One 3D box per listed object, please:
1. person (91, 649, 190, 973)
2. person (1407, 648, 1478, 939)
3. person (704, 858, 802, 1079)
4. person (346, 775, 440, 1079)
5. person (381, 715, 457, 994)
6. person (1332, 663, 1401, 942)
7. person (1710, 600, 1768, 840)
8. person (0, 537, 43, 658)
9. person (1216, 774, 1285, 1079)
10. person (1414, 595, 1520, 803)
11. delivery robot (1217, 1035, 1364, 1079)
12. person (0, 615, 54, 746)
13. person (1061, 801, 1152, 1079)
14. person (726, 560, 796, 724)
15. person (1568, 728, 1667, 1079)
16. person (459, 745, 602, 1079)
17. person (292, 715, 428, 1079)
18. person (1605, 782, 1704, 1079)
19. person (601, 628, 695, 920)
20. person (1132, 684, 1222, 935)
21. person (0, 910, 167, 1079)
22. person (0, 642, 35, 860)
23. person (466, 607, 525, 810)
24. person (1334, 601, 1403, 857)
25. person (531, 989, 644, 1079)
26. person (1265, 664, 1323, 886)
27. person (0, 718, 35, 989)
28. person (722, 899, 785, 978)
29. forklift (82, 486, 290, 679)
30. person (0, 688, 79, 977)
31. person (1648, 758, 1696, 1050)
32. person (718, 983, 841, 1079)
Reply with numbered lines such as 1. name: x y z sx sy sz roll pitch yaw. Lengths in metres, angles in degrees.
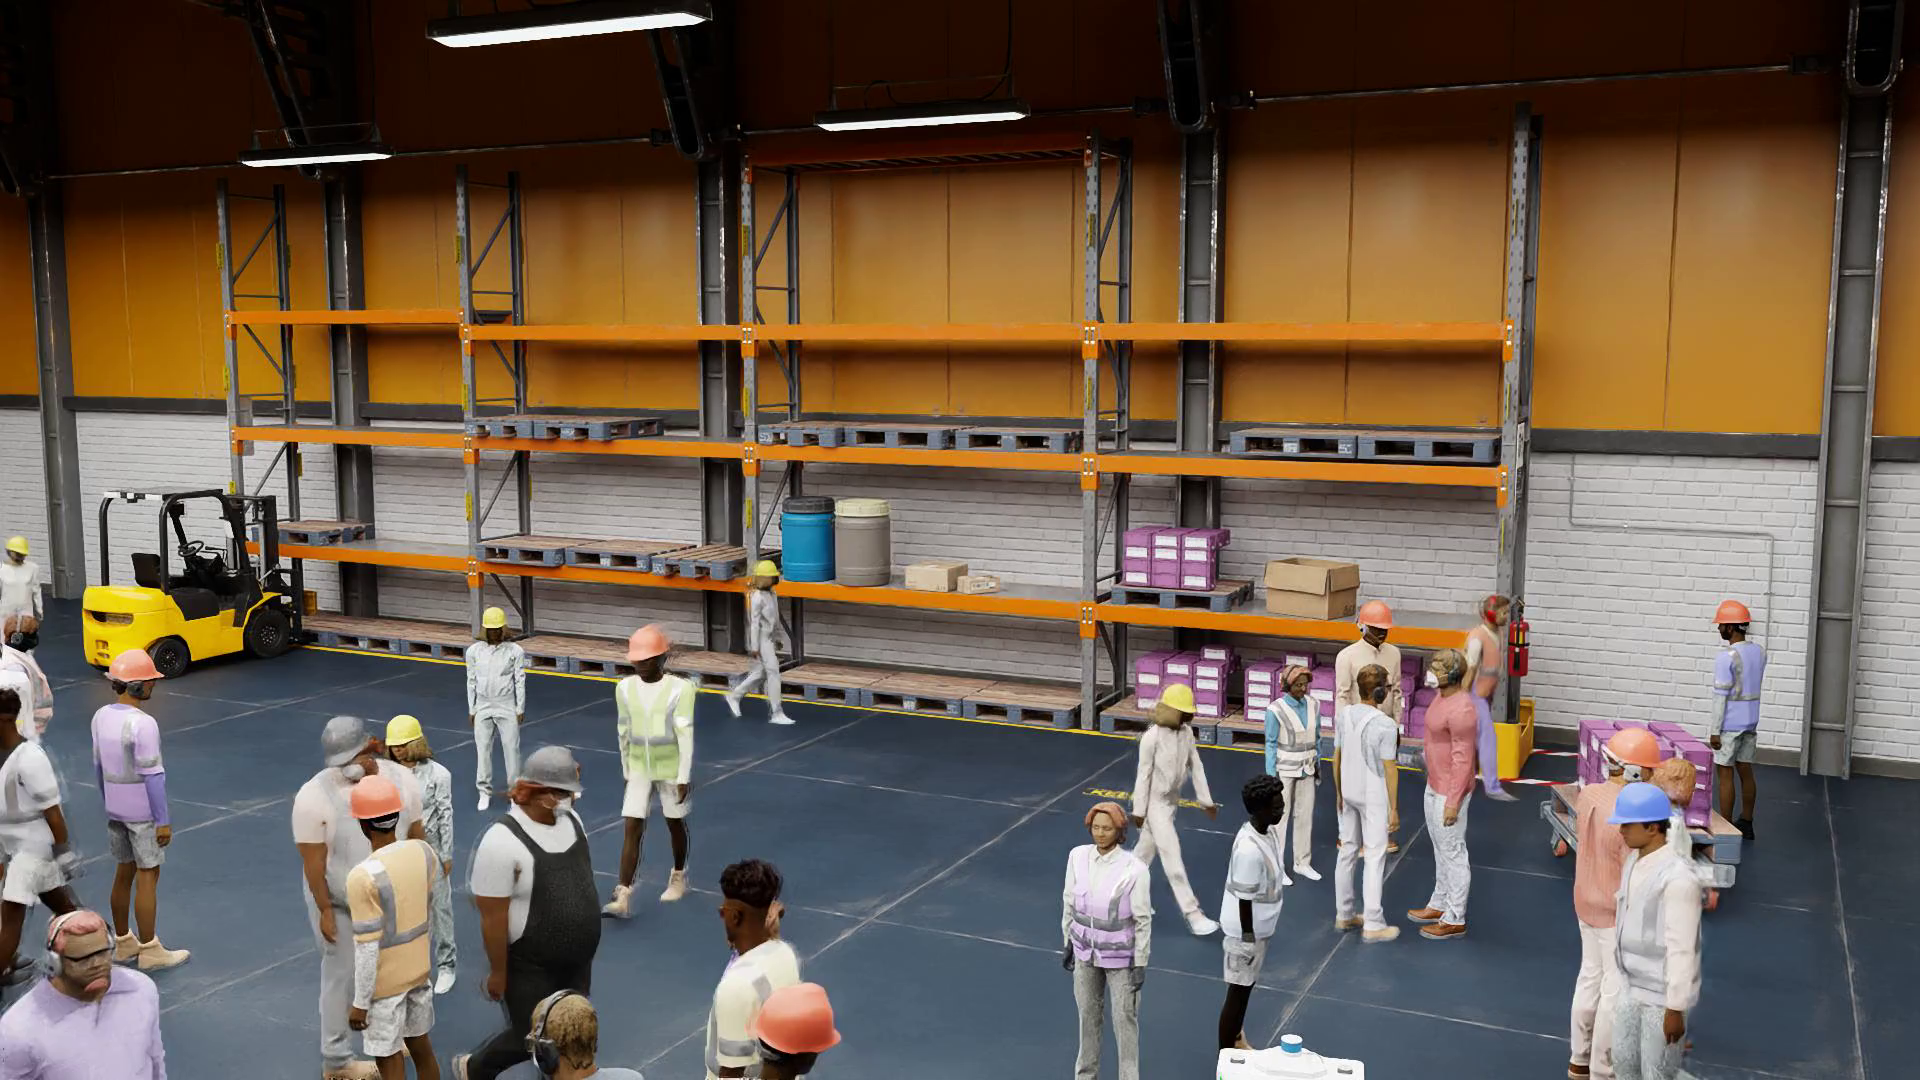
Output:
1. person: -5.185 1.698 10.513 0.614 2.042 0.373 4 8 33
2. person: 3.243 1.679 11.103 0.372 1.940 0.630 0 7 2
3. person: -0.863 2.226 6.553 0.501 1.943 0.645 2 7 16
4. person: -2.714 2.069 7.900 0.375 1.934 0.547 2 7 19
5. person: -3.315 1.904 10.094 0.487 1.736 0.354 0 7 4
6. person: 2.702 1.733 11.047 0.328 1.842 0.516 -5 8 -35
7. person: 6.103 1.436 13.167 0.543 1.929 0.386 -4 8 -30
8. person: -10.739 0.834 18.945 0.572 1.715 0.847 -6 9 -40
9. person: 1.563 2.073 8.914 0.331 1.684 0.544 2 7 19
10. person: 4.434 1.339 14.498 0.919 1.806 0.581 5 8 35
11. delivery robot: 1.623 2.675 8.157 0.707 0.478 0.477 2 7 13
12. person: -7.370 1.493 13.098 0.429 1.832 0.635 -4 8 -29
13. person: 0.744 2.137 8.522 0.522 1.645 0.306 6 9 39
14. person: -2.084 1.044 17.242 0.757 1.719 0.487 2 7 13
15. person: 3.437 1.951 8.701 0.411 1.979 0.631 -1 7 -7
16. person: -2.113 1.975 8.236 0.725 2.000 0.700 3 8 26
17. person: -3.214 1.881 9.018 0.549 2.000 0.714 6 9 41
18. person: 3.341 2.085 7.816 0.684 1.919 0.623 0 7 -2
19. person: -2.139 1.611 11.437 0.614 1.999 1.003 1 7 12
20. person: 1.425 1.787 11.209 0.921 1.673 0.509 6 9 40
21. person: -3.280 2.293 6.235 0.564 1.890 0.649 5 8 34
22. person: -7.037 1.588 12.085 0.575 1.883 0.355 -5 8 -34
23. person: -3.921 1.423 14.070 0.481 1.734 0.327 -1 7 -8
24. person: 3.164 1.448 12.832 0.613 1.986 0.405 -3 8 -27
25. person: -1.224 2.386 5.330 0.383 1.928 0.635 4 8 28
26. person: 2.428 1.705 12.164 0.525 1.631 0.314 -4 8 -32
27. person: -5.926 1.847 10.214 0.403 1.820 0.603 -4 8 -31
28. person: -0.889 2.313 7.123 0.321 1.631 0.527 1 7 6
29. forklift: -9.426 0.454 20.179 1.214 2.155 2.313 3 8 26
30. person: -5.669 1.830 9.944 0.979 1.911 0.655 -6 9 -43
31. person: 4.007 2.033 9.428 0.288 1.633 0.497 1 7 11
32. person: -0.616 2.375 5.458 0.579 1.924 0.388 3 7 22
